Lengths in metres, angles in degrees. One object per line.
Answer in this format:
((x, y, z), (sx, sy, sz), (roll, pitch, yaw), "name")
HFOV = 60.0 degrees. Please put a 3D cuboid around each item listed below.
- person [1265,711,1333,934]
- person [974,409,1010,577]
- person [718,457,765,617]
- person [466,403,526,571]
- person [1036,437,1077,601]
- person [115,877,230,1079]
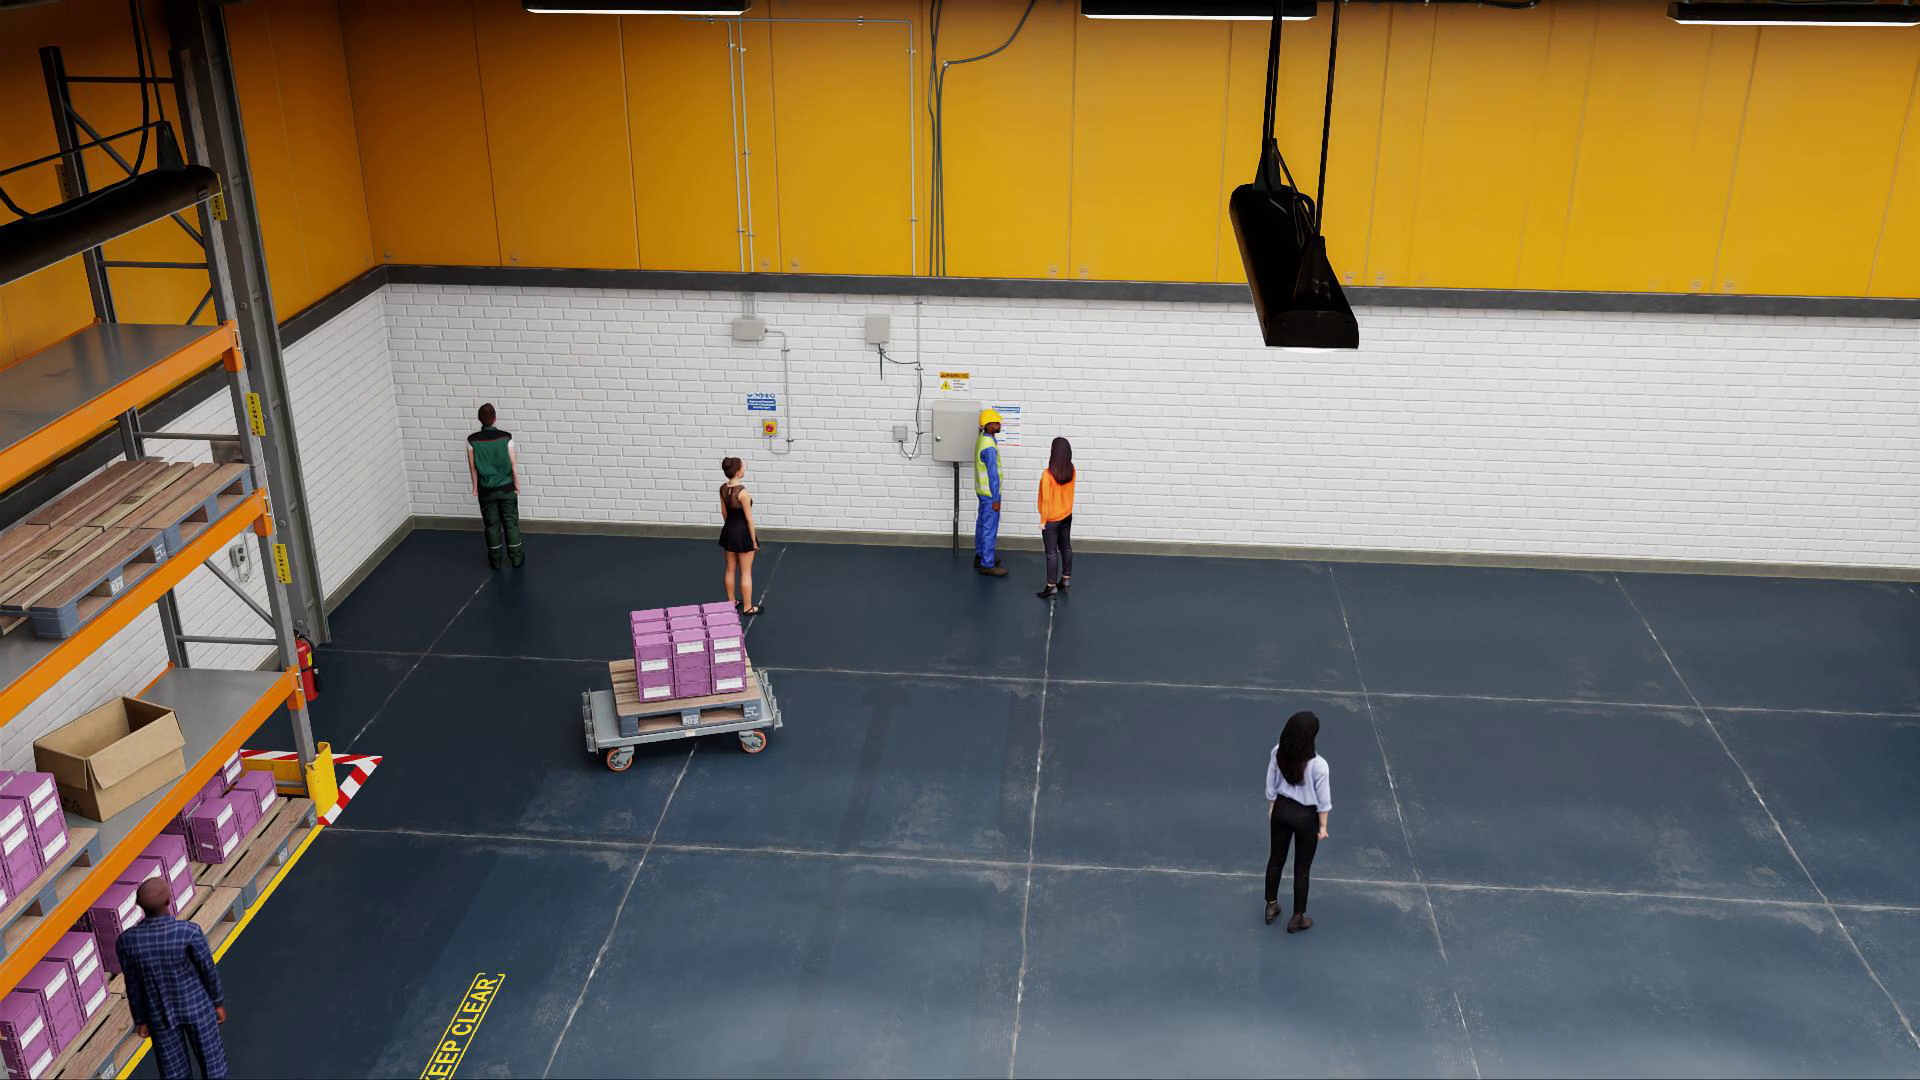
((2.385, 1.995, 11.862), (0.734, 1.743, 0.747), (18, 30, 36), "person")
((0.308, -0.526, 17.542), (0.787, 1.813, 0.603), (-4, 24, -9), "person")
((-2.221, -0.050, 16.627), (0.677, 1.674, 0.716), (18, 29, 35), "person")
((-4.918, -0.574, 17.617), (0.714, 1.842, 0.686), (-6, 24, -13), "person")
((0.996, -0.234, 16.955), (0.767, 1.749, 0.686), (21, 31, 39), "person")
((-4.668, 2.795, 9.938), (0.739, 1.818, 0.714), (-7, 24, -15), "person")
